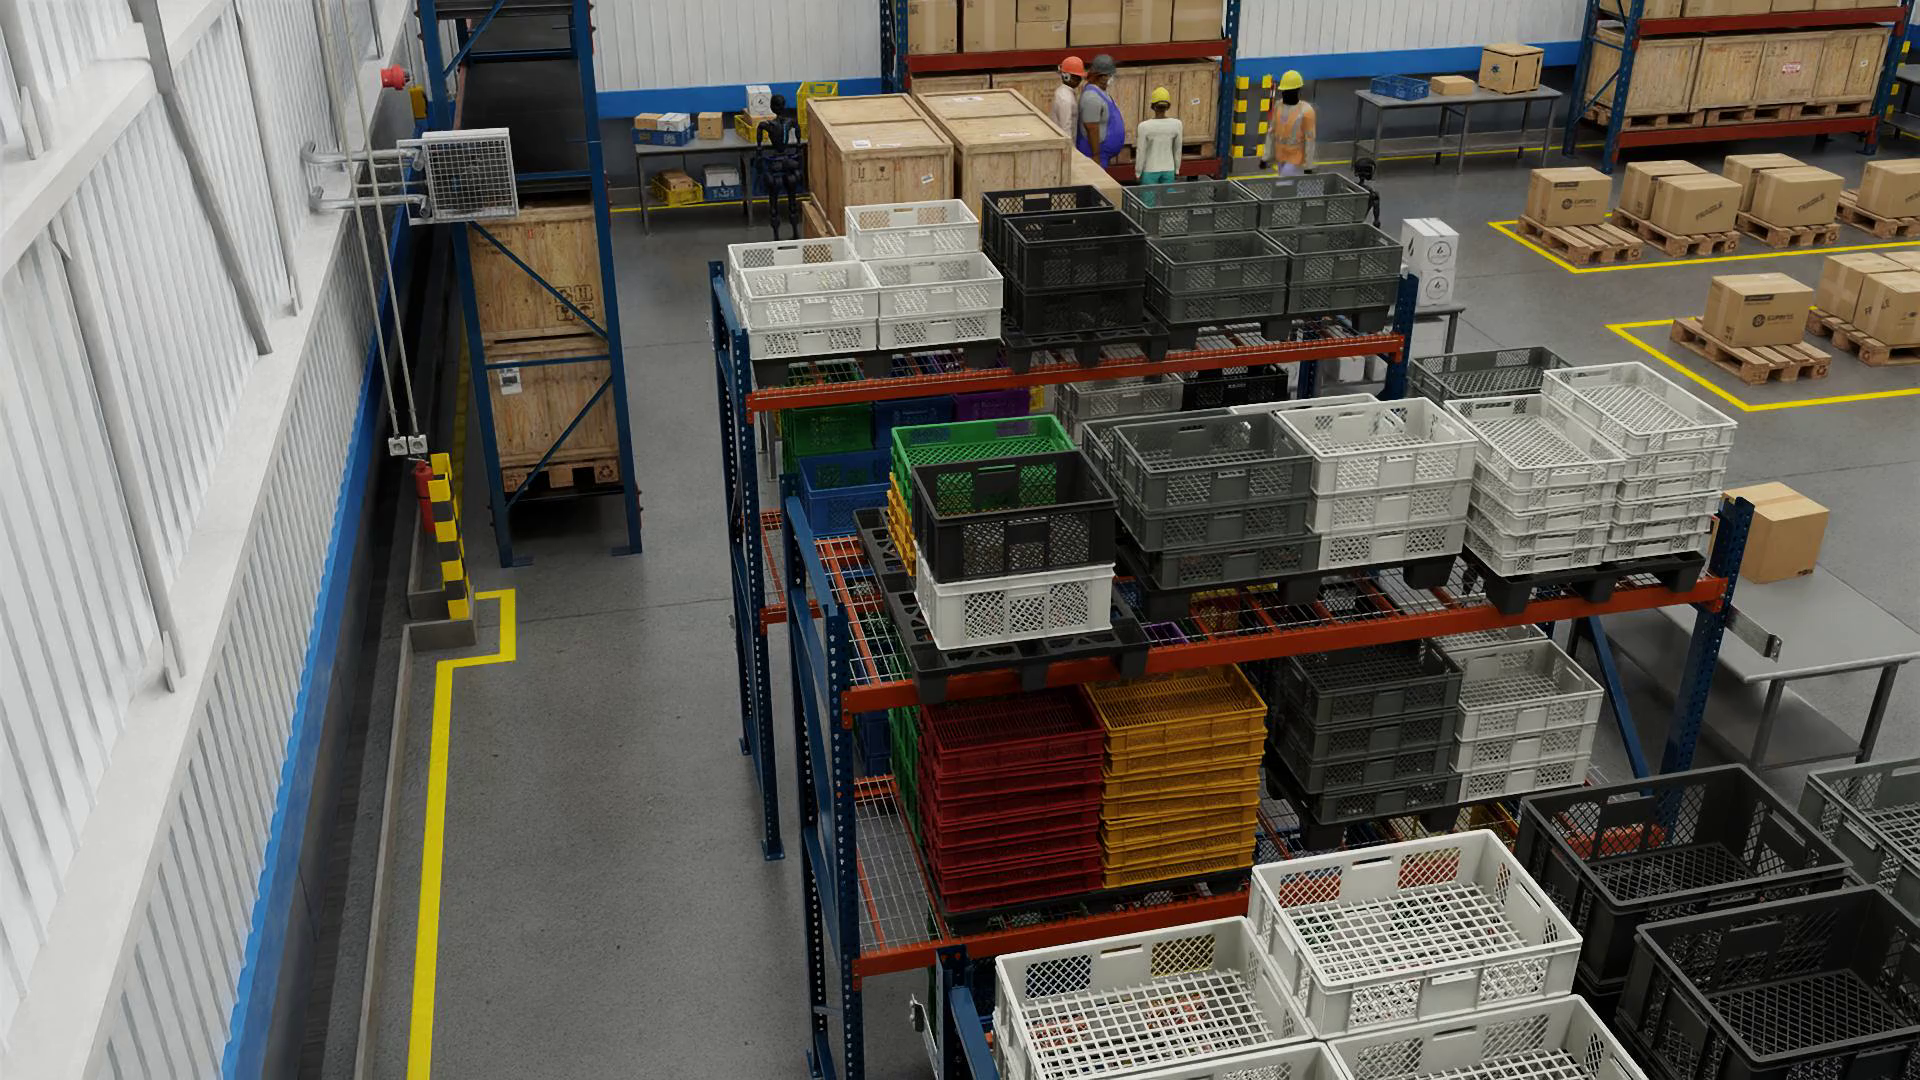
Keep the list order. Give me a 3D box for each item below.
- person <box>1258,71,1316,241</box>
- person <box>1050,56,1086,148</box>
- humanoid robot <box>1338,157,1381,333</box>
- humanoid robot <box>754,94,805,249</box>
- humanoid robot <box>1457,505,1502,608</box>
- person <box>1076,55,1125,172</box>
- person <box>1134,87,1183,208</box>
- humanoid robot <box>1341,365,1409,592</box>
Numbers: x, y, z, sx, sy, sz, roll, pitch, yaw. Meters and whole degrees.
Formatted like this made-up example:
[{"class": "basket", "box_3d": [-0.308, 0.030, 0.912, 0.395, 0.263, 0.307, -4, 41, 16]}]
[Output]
[{"class": "person", "box_3d": [3.525, -4.164, 18.195, 0.743, 1.901, 0.588, -13, 31, -23]}, {"class": "person", "box_3d": [1.188, -4.349, 18.457, 0.387, 1.987, 0.608, 0, 28, 0]}, {"class": "humanoid robot", "box_3d": [3.772, -2.834, 15.899, 0.315, 1.657, 0.610, -16, 32, -28]}, {"class": "humanoid robot", "box_3d": [-1.966, -4.045, 18.197, 0.587, 1.656, 0.328, -16, 32, -28]}, {"class": "humanoid robot", "box_3d": [3.572, -0.249, 10.996, 0.609, 1.656, 0.315, -19, 33, -31]}, {"class": "person", "box_3d": [1.552, -4.341, 18.384, 0.536, 2.000, 0.672, 3, 28, 6]}, {"class": "person", "box_3d": [2.137, -4.013, 18.053, 0.532, 1.766, 0.326, -7, 29, -14]}, {"class": "humanoid robot", "box_3d": [2.894, -0.386, 11.301, 0.488, 1.627, 0.649, 15, 31, 25]}]
